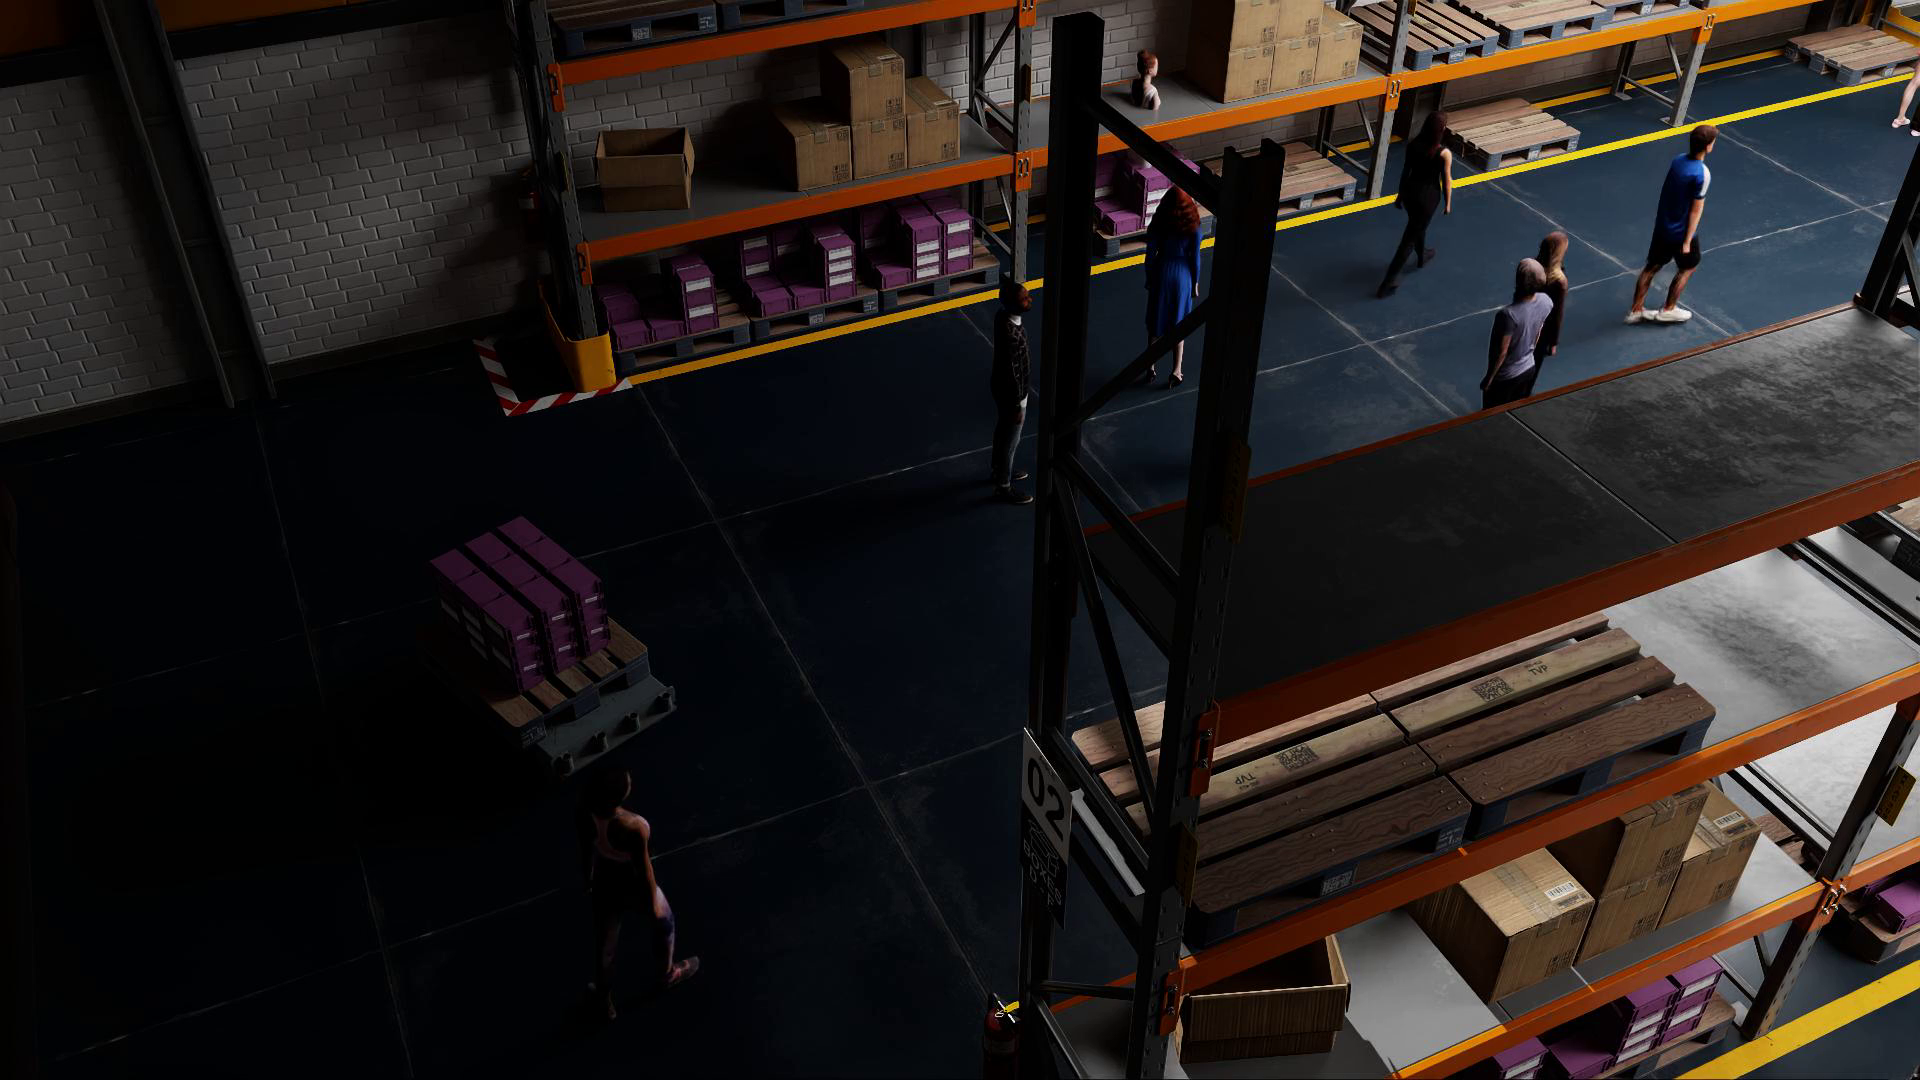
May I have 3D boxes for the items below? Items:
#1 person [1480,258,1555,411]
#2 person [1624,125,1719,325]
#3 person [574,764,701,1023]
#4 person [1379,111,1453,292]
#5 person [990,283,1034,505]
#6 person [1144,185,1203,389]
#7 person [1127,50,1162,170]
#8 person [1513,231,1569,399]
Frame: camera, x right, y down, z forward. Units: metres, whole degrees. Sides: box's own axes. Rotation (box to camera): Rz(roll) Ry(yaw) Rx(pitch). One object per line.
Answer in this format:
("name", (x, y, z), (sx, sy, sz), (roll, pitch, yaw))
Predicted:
("person", (4.140, -1.257, 12.511), (0.576, 1.884, 0.749), (-23, 44, -26))
("person", (6.078, -2.671, 14.311), (0.852, 1.847, 0.756), (-11, 40, -14))
("person", (-1.799, 1.863, 8.715), (0.887, 1.745, 0.947), (8, 39, 9))
("person", (4.072, -2.985, 14.870), (0.885, 1.641, 1.211), (31, 48, 33))
("person", (0.360, -1.119, 12.390), (0.693, 1.821, 0.733), (-2, 39, -3))
("person", (1.712, -2.051, 13.550), (0.700, 1.829, 0.766), (11, 40, 14))
("person", (1.694, -3.768, 15.729), (0.507, 1.793, 0.557), (-18, 42, -22))
("person", (4.521, -1.669, 13.174), (0.558, 1.702, 0.656), (-22, 44, -25))
